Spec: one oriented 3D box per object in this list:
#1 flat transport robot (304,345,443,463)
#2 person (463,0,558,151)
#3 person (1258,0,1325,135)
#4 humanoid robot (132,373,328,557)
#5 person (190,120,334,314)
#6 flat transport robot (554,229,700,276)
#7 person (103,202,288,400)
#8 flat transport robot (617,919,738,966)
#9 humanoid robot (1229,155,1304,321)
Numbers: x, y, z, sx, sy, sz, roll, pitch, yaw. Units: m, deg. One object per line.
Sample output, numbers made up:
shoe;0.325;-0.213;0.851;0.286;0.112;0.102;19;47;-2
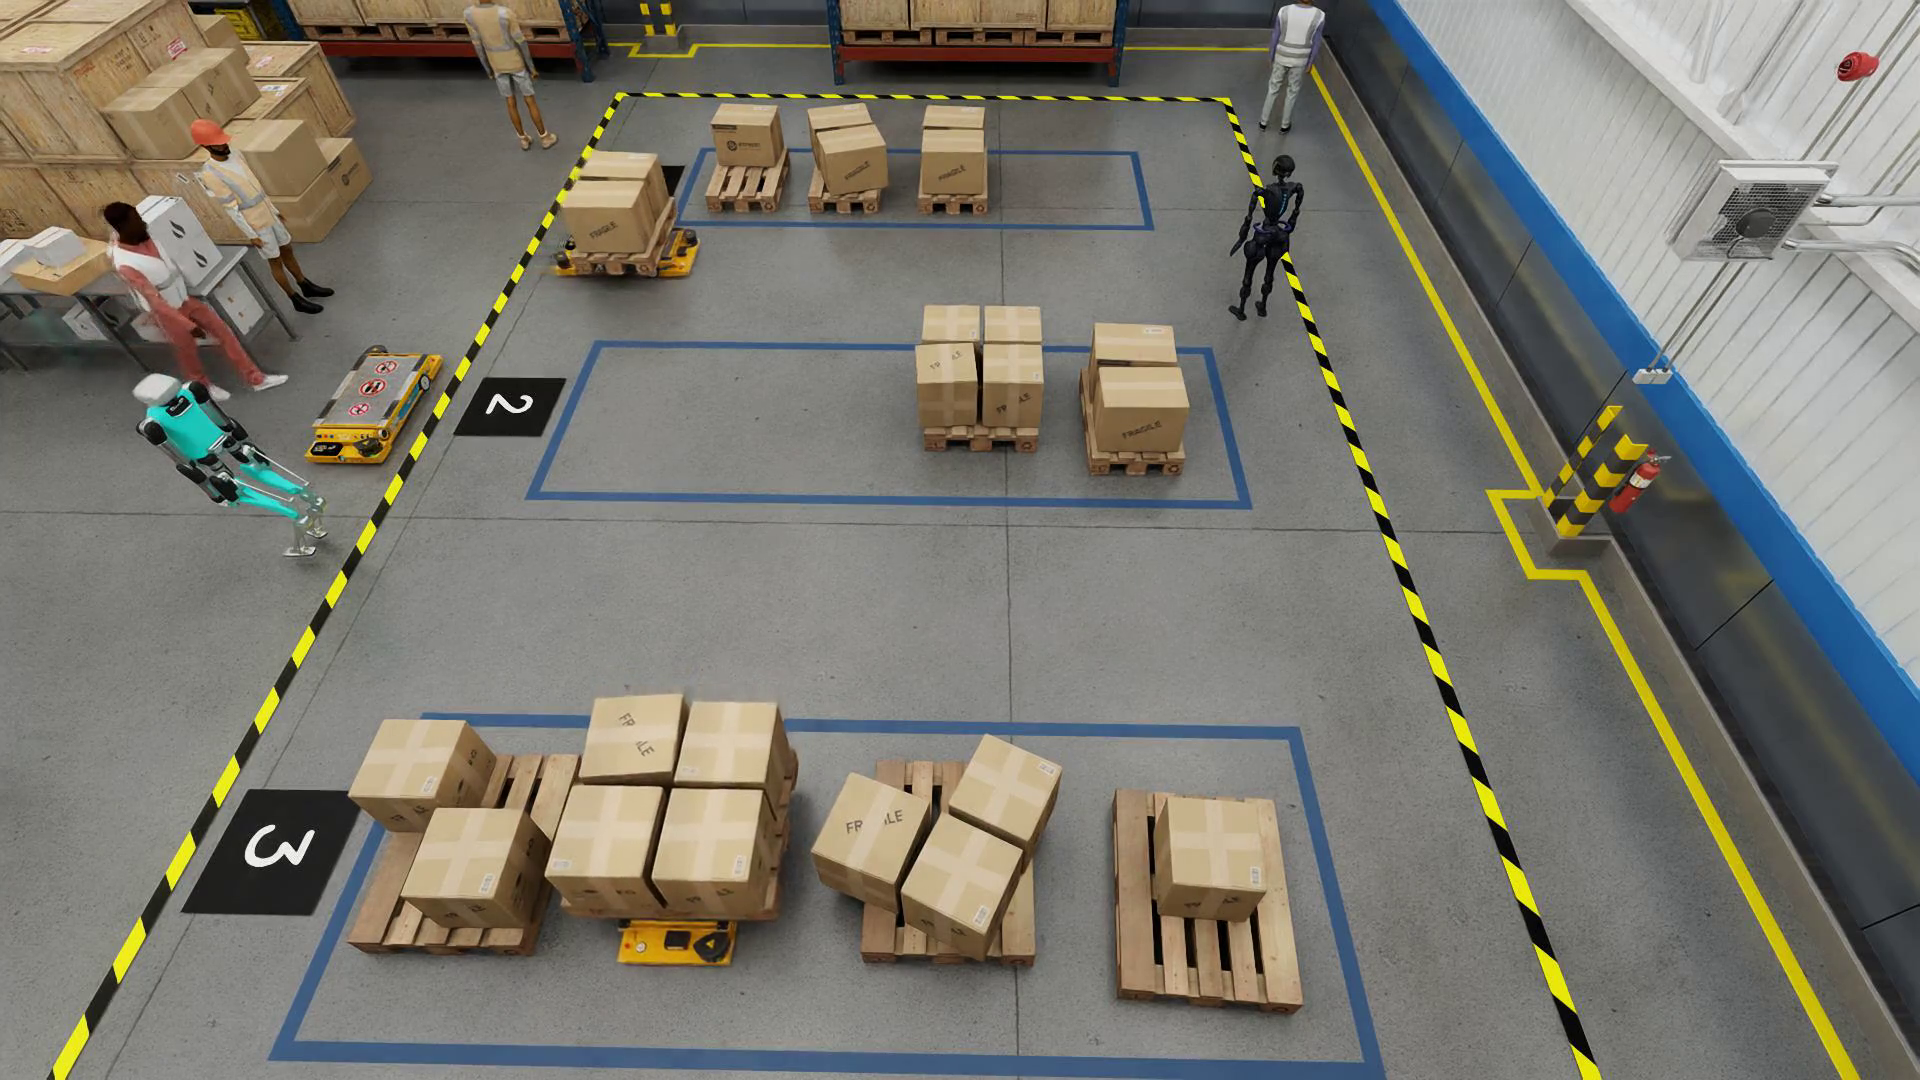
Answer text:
flat transport robot;-5.383;-1.269;8.441;0.659;0.231;1.431;1;50;1
person;-5.452;-5.753;11.075;0.613;2.040;0.371;-3;50;-2
person;4.137;-6.017;11.431;0.589;1.837;0.404;16;52;13
humanoid robot;-5.178;-0.490;6.729;0.735;1.681;0.533;8;50;7
person;-6.795;-3.122;8.916;0.354;1.937;0.549;-2;50;-1
flat transport robot;-3.630;-3.159;10.022;1.431;0.197;0.652;1;50;1
person;-6.830;-2.040;8.030;0.795;1.875;0.649;-3;50;-2
flat transport robot;-1.657;1.885;5.753;0.652;0.197;1.431;1;50;1
humanoid robot;2.965;-2.918;8.902;0.599;1.659;0.315;-8;50;-7
